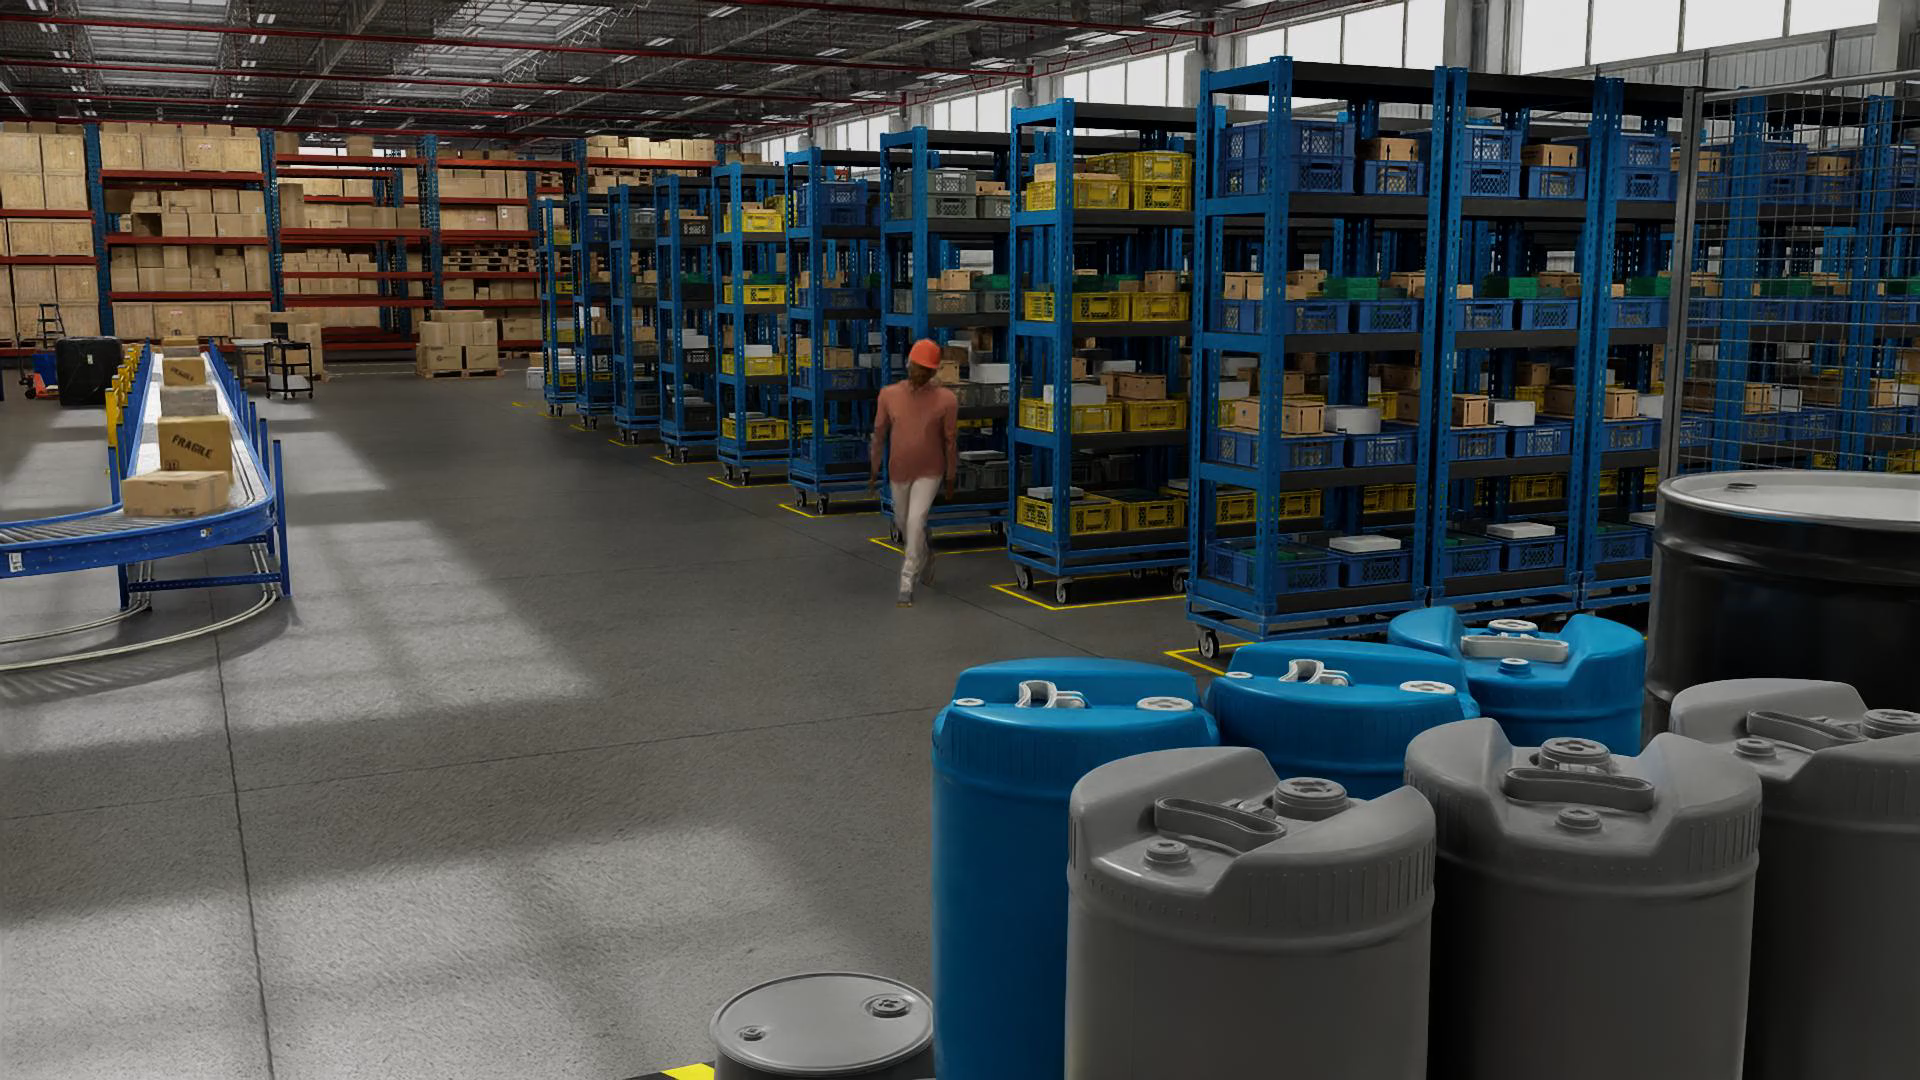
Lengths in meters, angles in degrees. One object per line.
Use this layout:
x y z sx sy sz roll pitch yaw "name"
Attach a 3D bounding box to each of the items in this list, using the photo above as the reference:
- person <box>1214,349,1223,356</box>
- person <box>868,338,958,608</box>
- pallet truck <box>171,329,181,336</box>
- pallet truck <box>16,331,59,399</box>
3.450 -2.243 23.246 0.590 1.833 0.404 5 11 30 "person"
-0.319 -0.523 12.251 0.634 1.939 0.948 2 9 12 "person"
-17.275 -3.851 35.096 1.601 1.201 0.680 0 9 1 "pallet truck"
-17.082 -3.353 31.781 1.630 1.274 0.653 -4 10 -25 "pallet truck"
